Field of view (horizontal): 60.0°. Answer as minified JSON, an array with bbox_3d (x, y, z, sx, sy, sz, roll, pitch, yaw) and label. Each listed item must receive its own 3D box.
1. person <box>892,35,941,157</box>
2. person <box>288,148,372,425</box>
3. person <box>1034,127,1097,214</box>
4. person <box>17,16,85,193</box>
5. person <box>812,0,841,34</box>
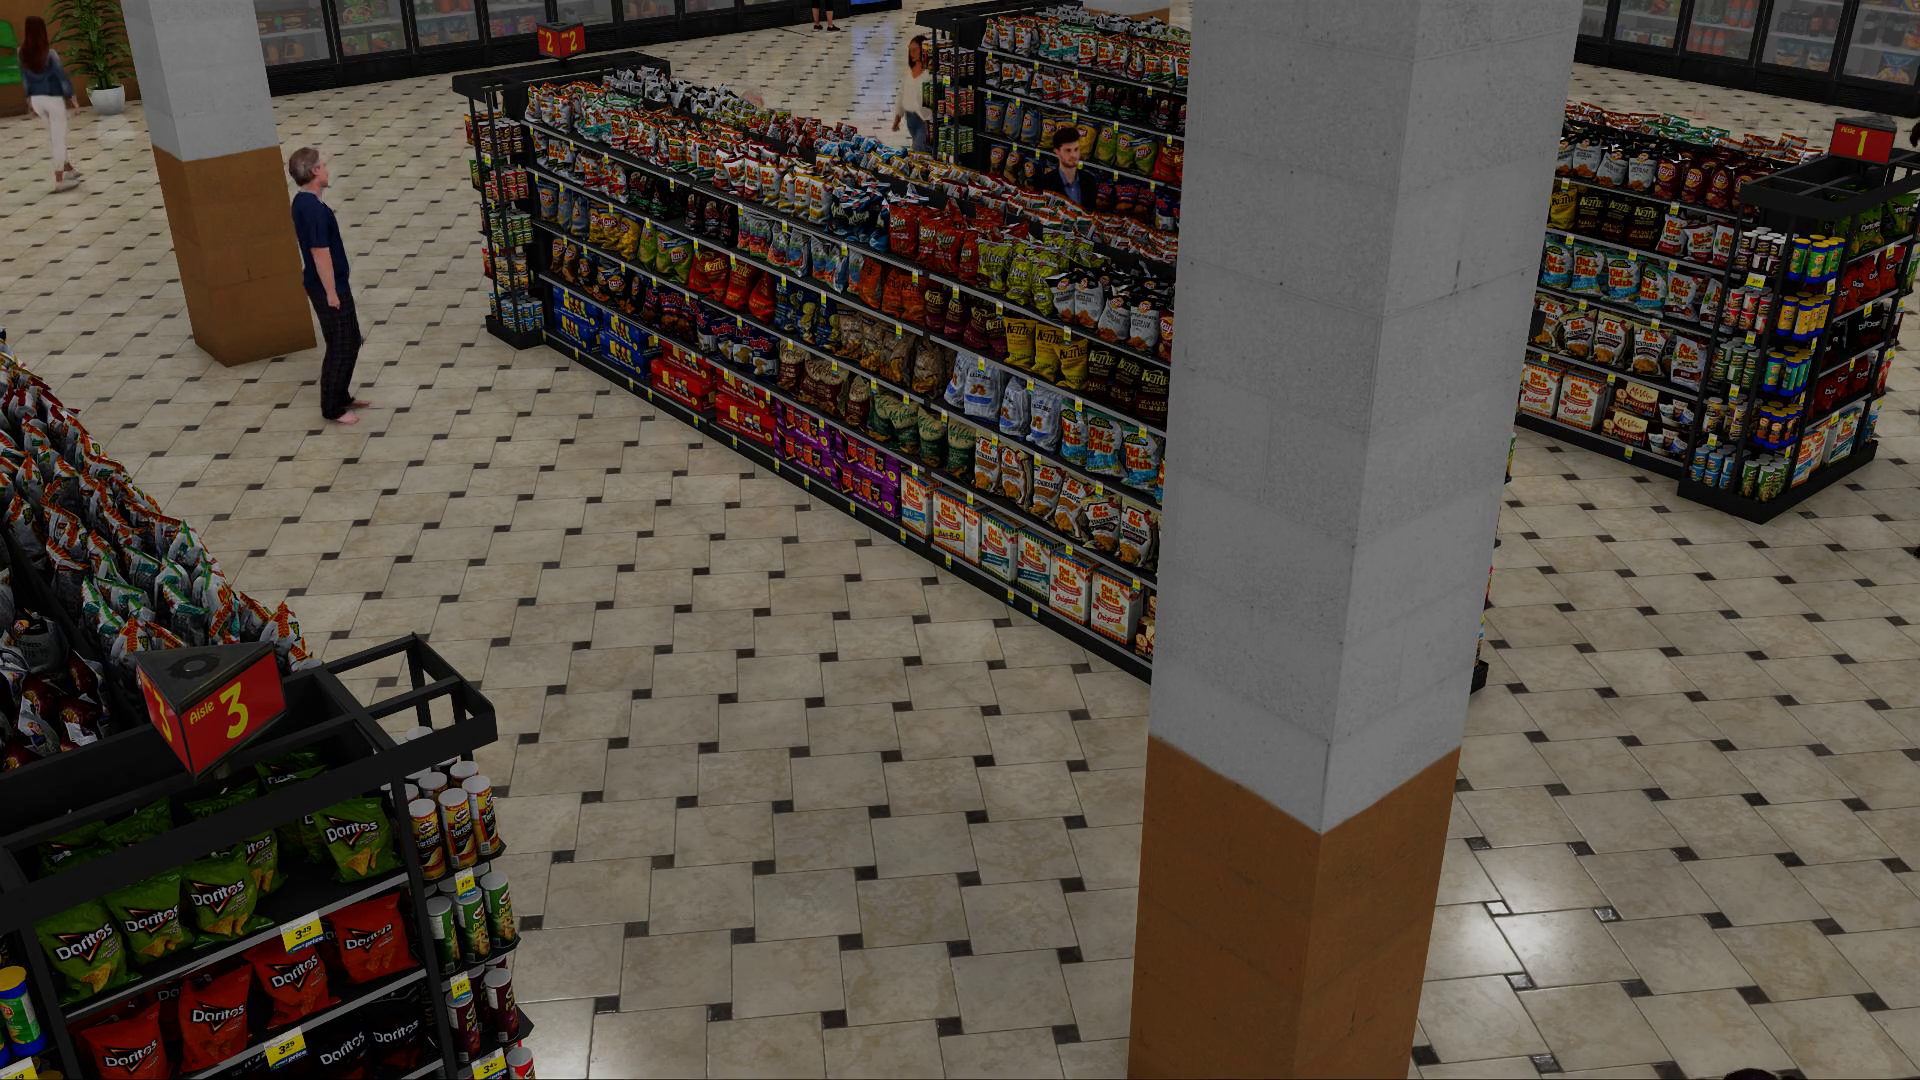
[{"bbox_3d":[-0.290,-4.007,16.006,0.713,1.662,0.760,-17,31,-29],"label":"person"},{"bbox_3d":[-4.258,-1.704,11.235,0.813,1.869,0.647,-3,27,-7],"label":"person"},{"bbox_3d":[0.726,-1.982,11.755,0.736,1.893,0.674,-14,30,-25],"label":"person"},{"bbox_3d":[-9.155,-4.323,16.604,0.858,1.683,0.906,6,28,12],"label":"person"},{"bbox_3d":[-2.045,-8.444,24.683,0.573,1.726,0.694,12,29,22],"label":"person"}]
